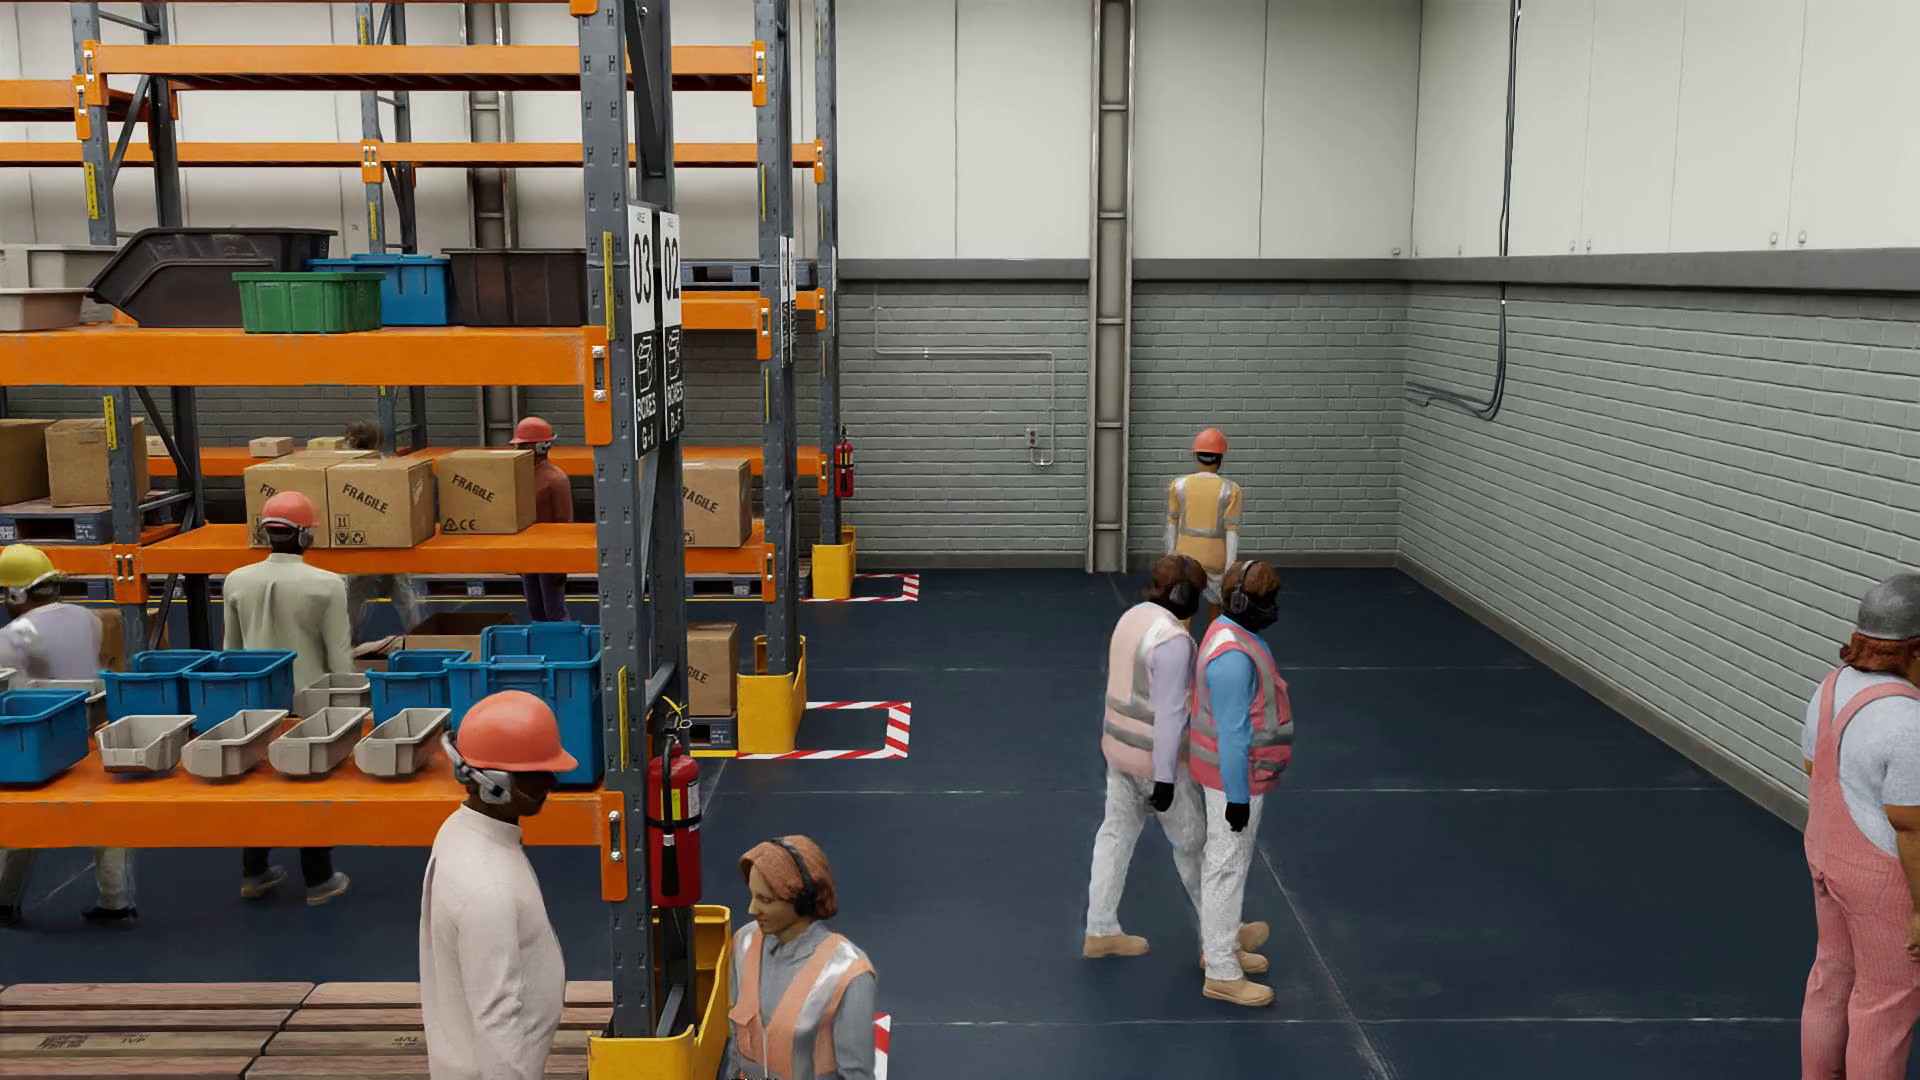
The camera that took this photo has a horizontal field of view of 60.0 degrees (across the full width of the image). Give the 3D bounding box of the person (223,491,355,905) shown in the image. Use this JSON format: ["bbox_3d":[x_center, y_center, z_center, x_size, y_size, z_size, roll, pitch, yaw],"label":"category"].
[{"bbox_3d":[-3.200,0.756,7.996,0.640,1.983,0.421,1,9,9],"label":"person"}]

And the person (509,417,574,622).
[{"bbox_3d":[-2.985,0.117,11.843,0.385,1.993,0.624,-9,13,-44],"label":"person"}]

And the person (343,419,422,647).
[{"bbox_3d":[-4.545,0.038,12.615,0.973,1.892,0.630,-2,9,-12],"label":"person"}]

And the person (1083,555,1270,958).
[{"bbox_3d":[0.952,0.958,7.316,0.898,1.790,0.666,-3,10,-18],"label":"person"}]

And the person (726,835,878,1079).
[{"bbox_3d":[-0.395,1.538,4.257,0.527,1.627,0.313,8,12,42],"label":"person"}]

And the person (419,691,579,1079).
[{"bbox_3d":[-1.171,1.356,4.309,0.408,1.980,0.626,-3,10,-20],"label":"person"}]

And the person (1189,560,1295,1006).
[{"bbox_3d":[1.176,0.992,6.964,0.430,1.840,0.625,2,9,10],"label":"person"}]

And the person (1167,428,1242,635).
[{"bbox_3d":[1.747,0.139,12.046,0.562,1.896,0.976,3,10,21],"label":"person"}]

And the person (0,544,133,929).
[{"bbox_3d":[-4.232,0.902,7.647,0.898,1.784,0.612,3,10,20],"label":"person"}]
